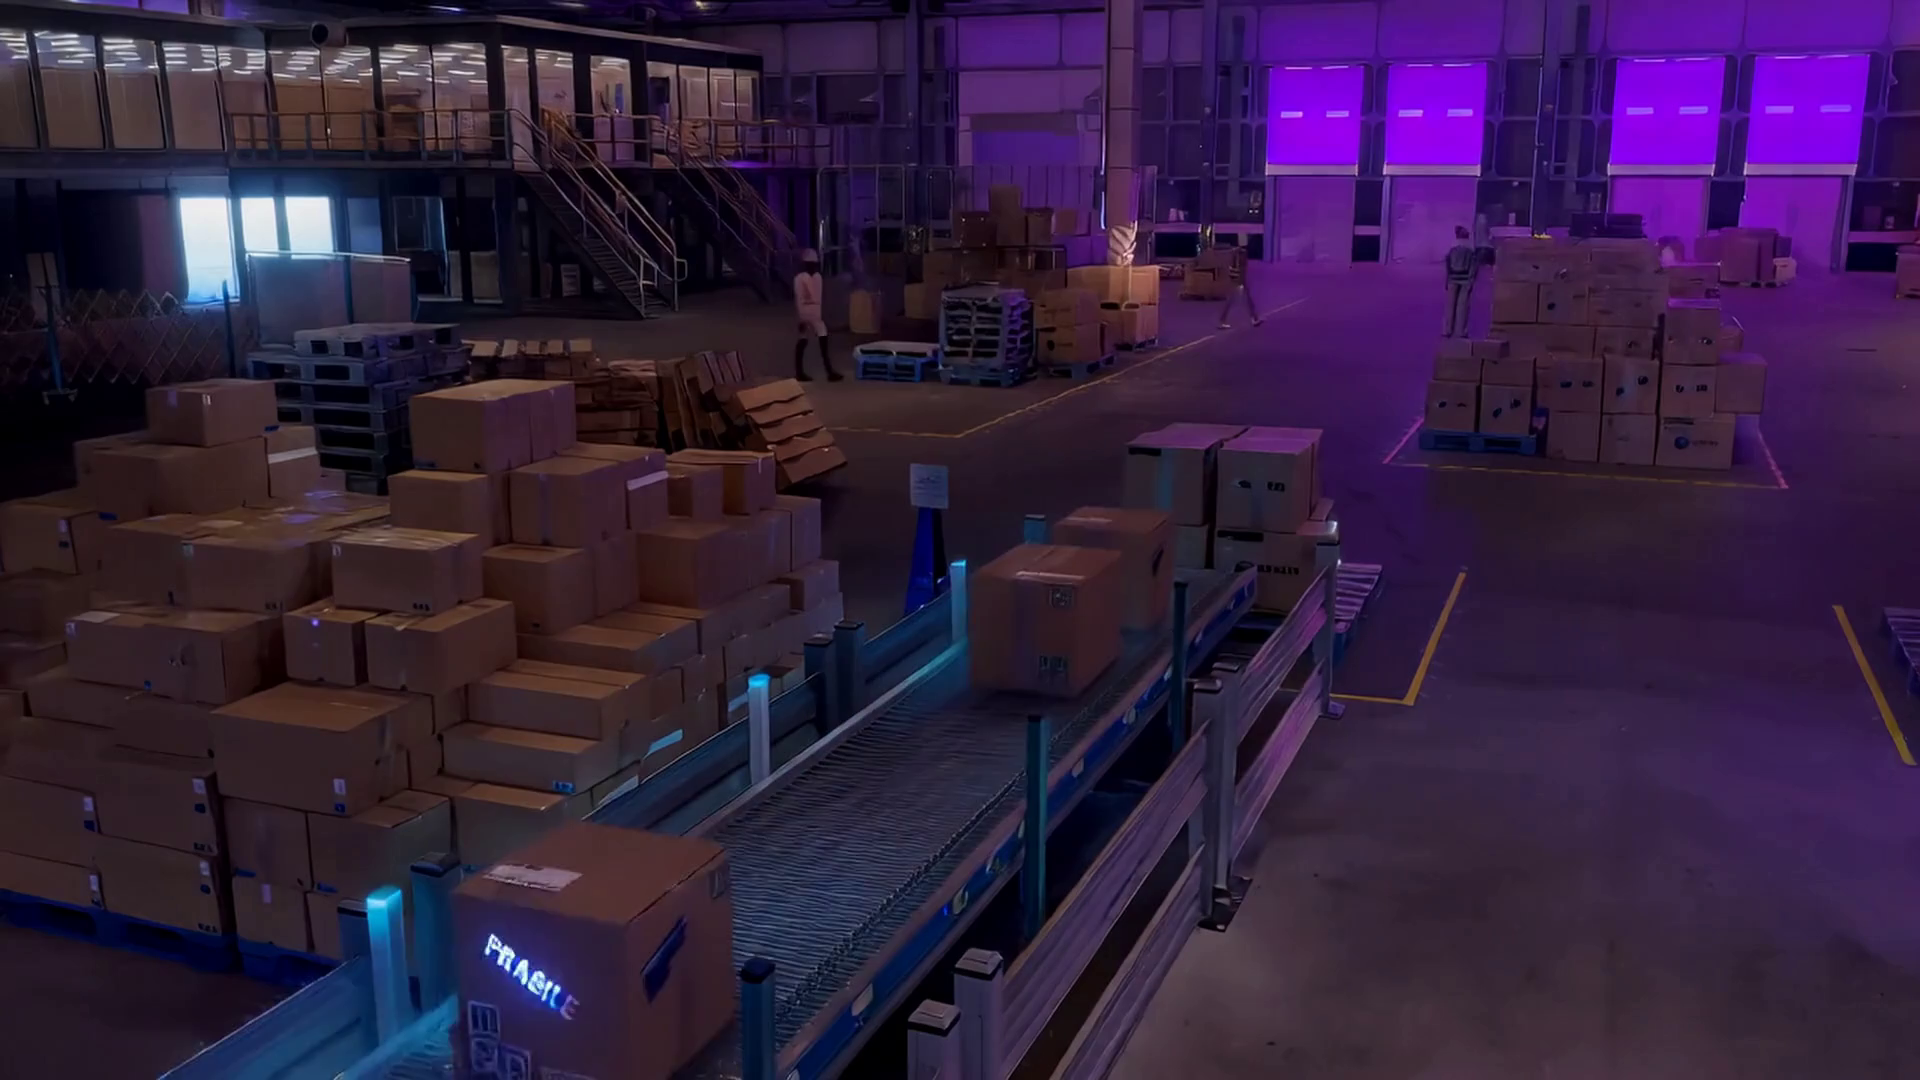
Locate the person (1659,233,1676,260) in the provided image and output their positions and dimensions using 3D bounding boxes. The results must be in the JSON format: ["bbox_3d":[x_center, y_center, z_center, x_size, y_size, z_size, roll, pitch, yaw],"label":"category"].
[{"bbox_3d":[12.250,-4.363,28.934,0.425,1.941,0.550,3,13,13],"label":"person"}]

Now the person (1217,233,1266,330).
[{"bbox_3d":[5.326,-4.896,31.523,0.976,1.830,0.601,-4,13,-16],"label":"person"}]

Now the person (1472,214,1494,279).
[{"bbox_3d":[14.593,-8.172,46.273,0.806,1.815,0.632,-7,14,-28],"label":"person"}]

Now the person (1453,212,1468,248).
[{"bbox_3d":[13.734,-8.019,45.463,0.552,1.857,0.493,-11,17,-41],"label":"person"}]

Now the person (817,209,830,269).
[{"bbox_3d":[-4.189,-9.181,50.711,0.506,1.847,0.345,-9,16,-36],"label":"person"}]

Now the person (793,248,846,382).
[{"bbox_3d":[-2.042,-3.165,23.591,0.947,1.897,0.575,11,17,41],"label":"person"}]

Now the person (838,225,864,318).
[{"bbox_3d":[-2.274,-5.475,33.984,0.635,1.899,0.595,5,14,22],"label":"person"}]

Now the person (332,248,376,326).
[{"bbox_3d":[-8.814,-3.300,24.243,0.575,1.884,0.355,-7,14,-29],"label":"person"}]

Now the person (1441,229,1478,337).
[{"bbox_3d":[9.090,-4.671,30.243,0.604,1.949,0.389,12,17,43],"label":"person"}]

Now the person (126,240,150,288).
[{"bbox_3d":[-17.592,-5.865,35.760,0.674,1.860,0.949,6,14,25],"label":"person"}]
